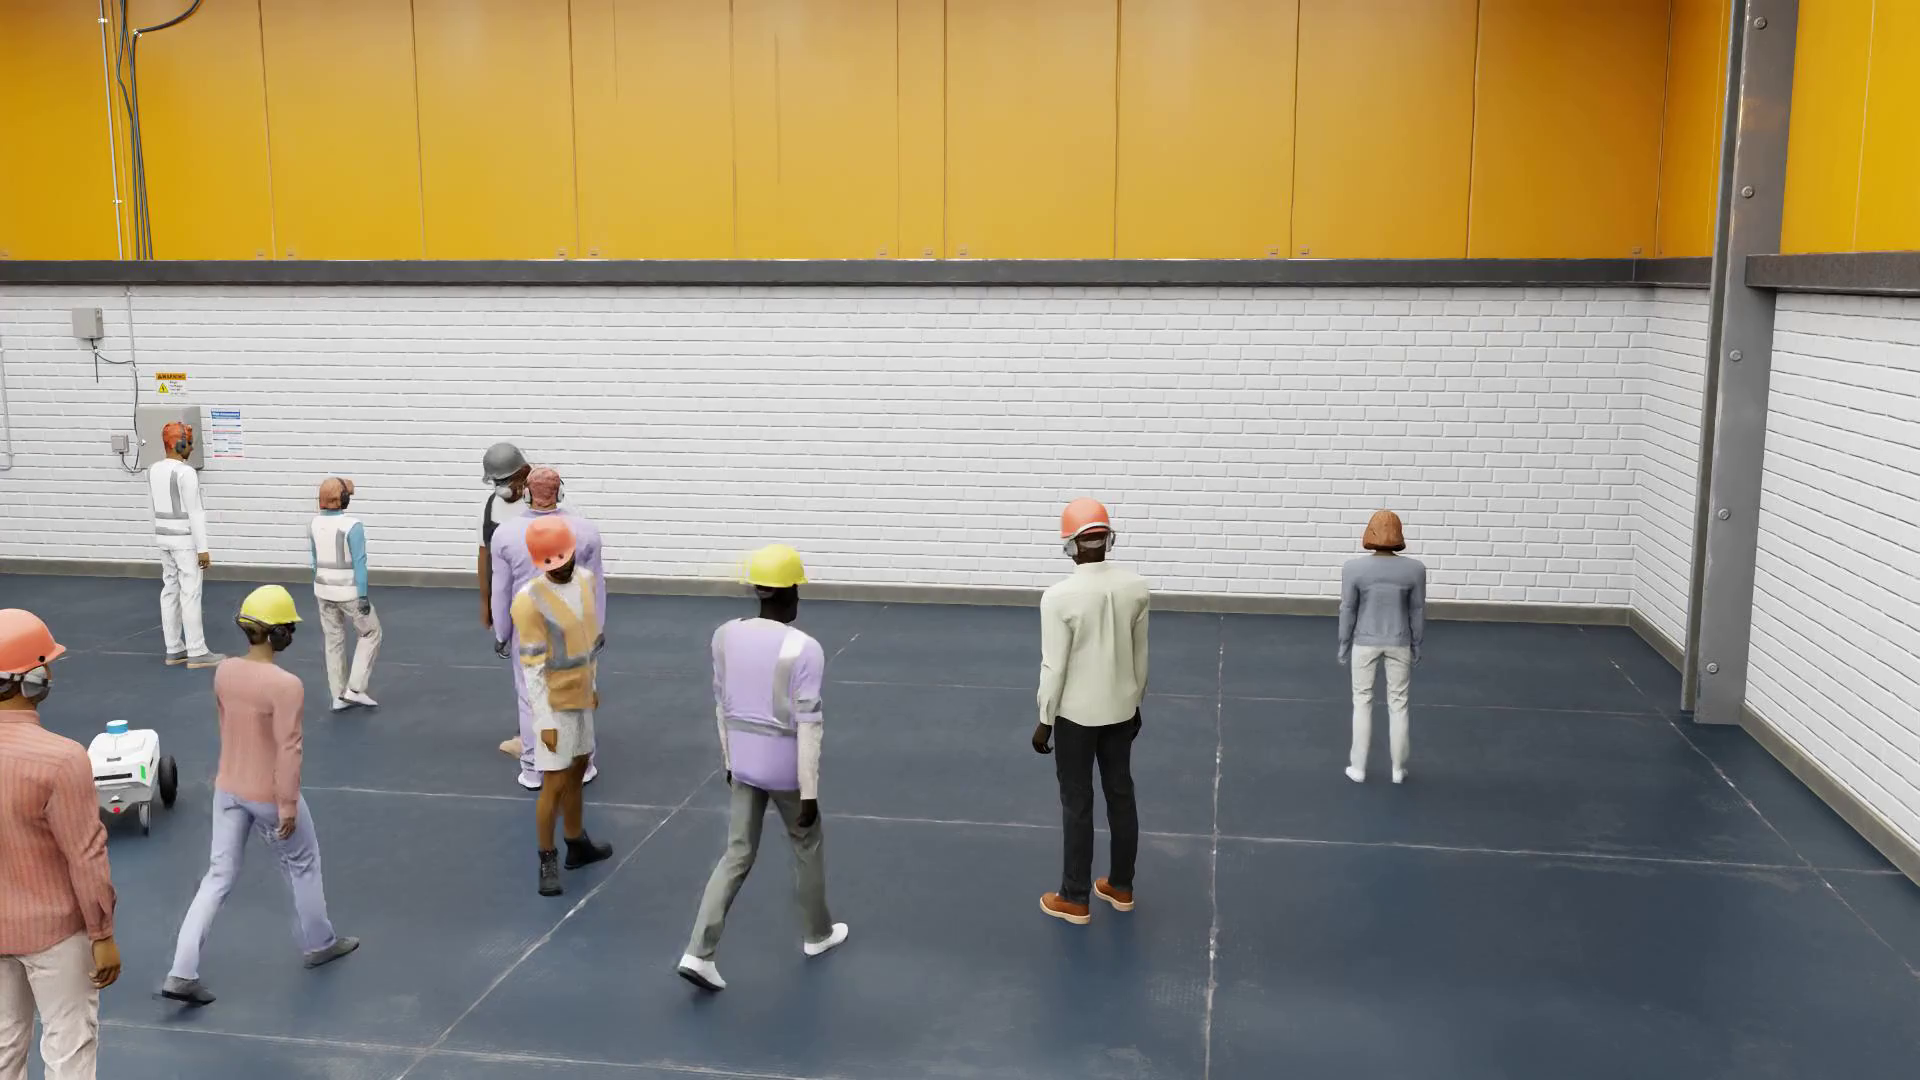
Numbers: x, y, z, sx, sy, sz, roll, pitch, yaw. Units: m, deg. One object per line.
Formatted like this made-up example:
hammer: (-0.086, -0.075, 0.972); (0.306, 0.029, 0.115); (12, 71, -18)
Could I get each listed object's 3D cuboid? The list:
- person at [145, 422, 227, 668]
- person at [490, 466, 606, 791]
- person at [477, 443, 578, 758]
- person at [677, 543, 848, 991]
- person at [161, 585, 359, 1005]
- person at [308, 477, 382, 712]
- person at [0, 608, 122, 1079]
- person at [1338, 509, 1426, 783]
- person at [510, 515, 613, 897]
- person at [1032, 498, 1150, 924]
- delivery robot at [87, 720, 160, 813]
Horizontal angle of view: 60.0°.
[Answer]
person: (-5.952, 0.039, 12.732); (0.573, 1.887, 0.355); (6, 11, 31)
person: (-2.406, 0.513, 9.748); (0.655, 1.904, 0.407); (-3, 10, -19)
person: (-2.762, 0.332, 10.450); (0.746, 2.000, 0.965); (4, 10, 24)
person: (-0.841, 0.955, 7.078); (0.590, 1.892, 0.939); (5, 11, 30)
person: (-2.980, 1.058, 6.966); (0.523, 1.721, 0.883); (4, 10, 24)
person: (-4.230, 0.375, 11.421); (0.548, 1.625, 0.389); (5, 10, 28)
person: (-2.909, 1.200, 5.231); (0.612, 1.997, 0.375); (2, 10, 15)
person: (2.495, 0.633, 9.847); (0.504, 1.632, 0.267); (1, 9, 7)
person: (-1.900, 0.780, 8.207); (0.377, 1.892, 0.727); (4, 10, 22)
person: (0.605, 0.793, 7.775); (0.609, 1.985, 0.392); (-6, 11, -31)
delivery robot: (-4.620, 1.236, 9.152); (0.477, 0.478, 0.707); (-3, 10, -21)
